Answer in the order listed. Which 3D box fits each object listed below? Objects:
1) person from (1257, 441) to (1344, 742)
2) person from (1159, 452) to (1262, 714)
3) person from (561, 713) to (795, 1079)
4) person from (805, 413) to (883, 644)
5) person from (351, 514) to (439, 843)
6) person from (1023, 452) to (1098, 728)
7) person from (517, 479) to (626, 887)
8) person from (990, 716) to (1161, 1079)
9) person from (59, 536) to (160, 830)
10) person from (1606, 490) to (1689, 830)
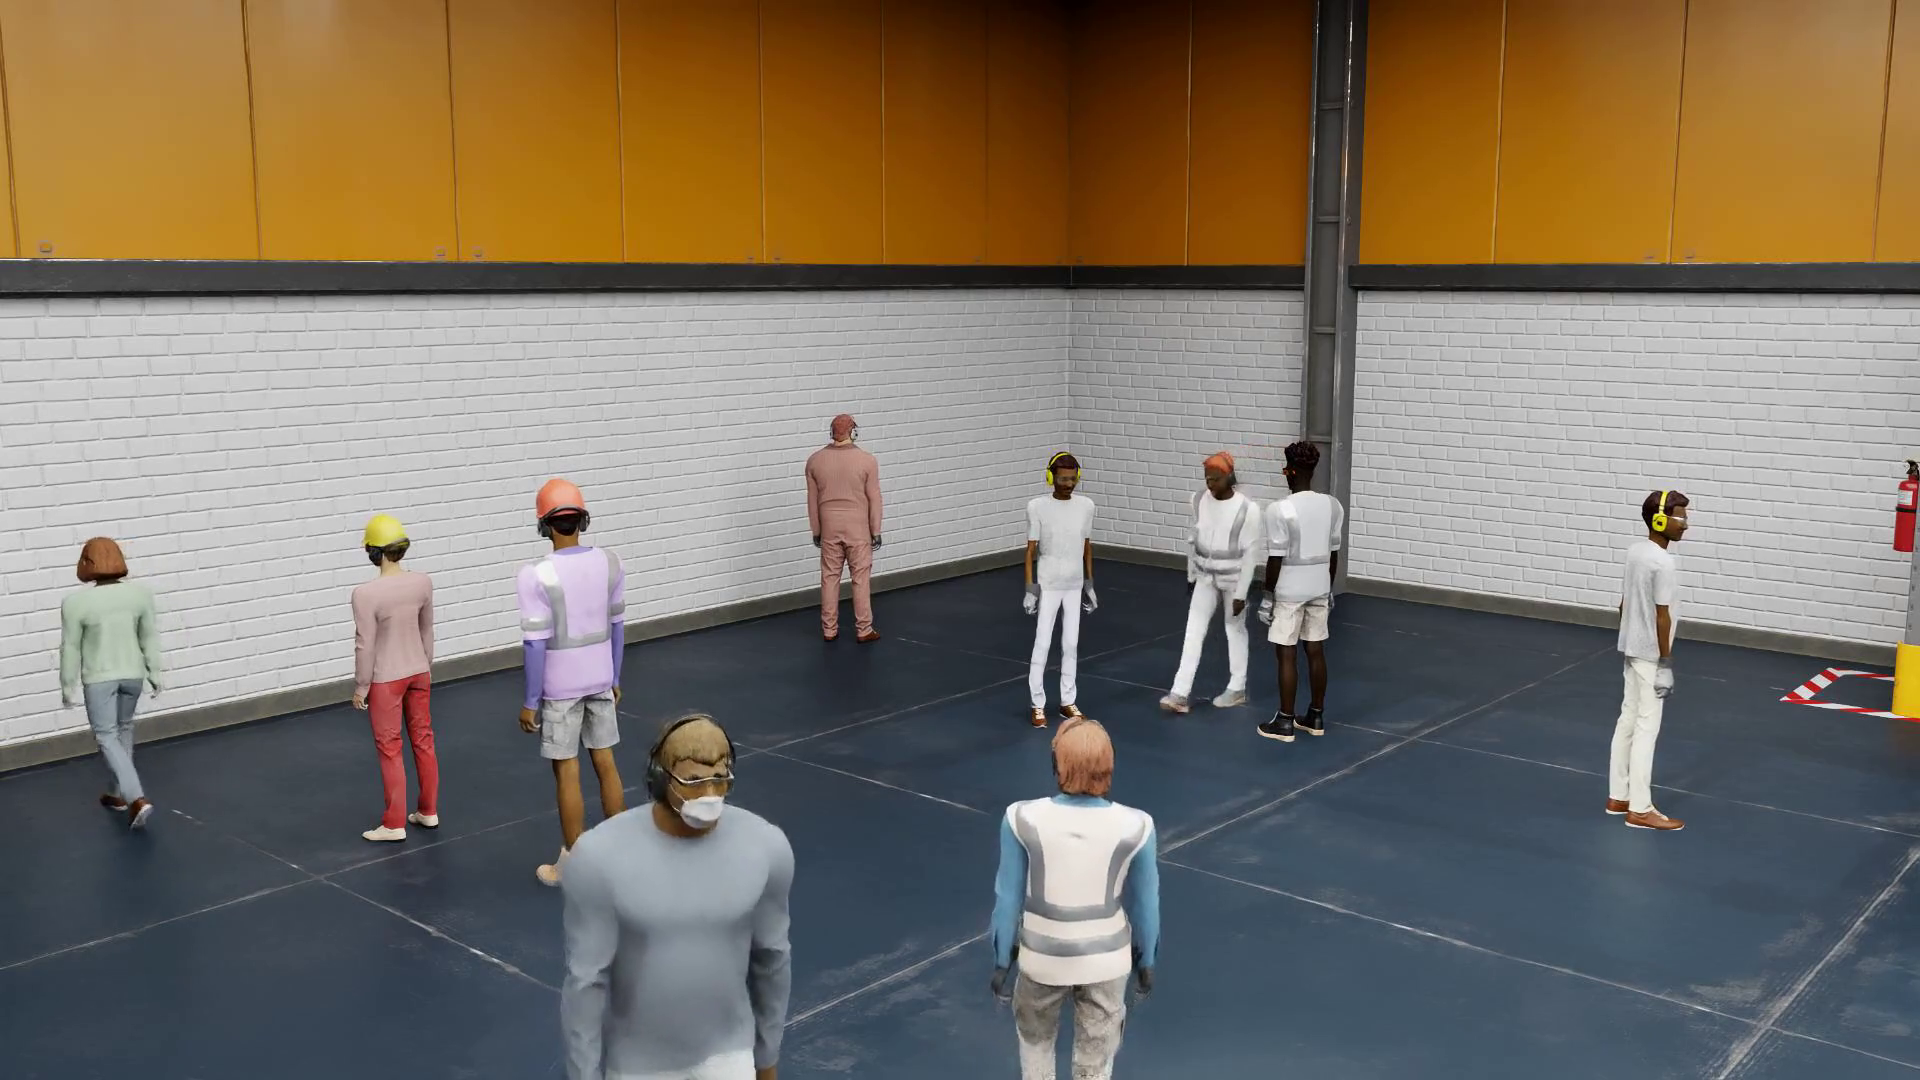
[{"bbox_3d":[2.209,0.332,10.867,0.611,1.965,0.362,-5,10,-30],"label":"person"},{"bbox_3d":[1.731,0.308,11.435,0.639,1.830,0.960,8,12,40],"label":"person"},{"bbox_3d":[-0.777,1.369,4.560,0.642,1.912,0.856,-3,9,-18],"label":"person"},{"bbox_3d":[-0.936,-0.092,13.724,0.642,1.906,0.410,2,9,14],"label":"person"},{"bbox_3d":[-3.038,0.738,8.937,0.304,1.772,0.525,5,10,28],"label":"person"},{"bbox_3d":[0.681,0.331,11.194,0.534,1.863,0.320,-3,10,-20],"label":"person"},{"bbox_3d":[-1.934,0.713,8.256,0.395,2.037,0.607,8,12,40],"label":"person"},{"bbox_3d":[0.375,1.369,5.396,0.549,1.623,0.405,1,9,4],"label":"person"},{"bbox_3d":[-4.675,0.776,9.204,0.784,1.605,0.514,7,11,38],"label":"person"},{"bbox_3d":[3.809,0.650,9.186,0.332,1.866,0.514,0,9,-1],"label":"person"}]
